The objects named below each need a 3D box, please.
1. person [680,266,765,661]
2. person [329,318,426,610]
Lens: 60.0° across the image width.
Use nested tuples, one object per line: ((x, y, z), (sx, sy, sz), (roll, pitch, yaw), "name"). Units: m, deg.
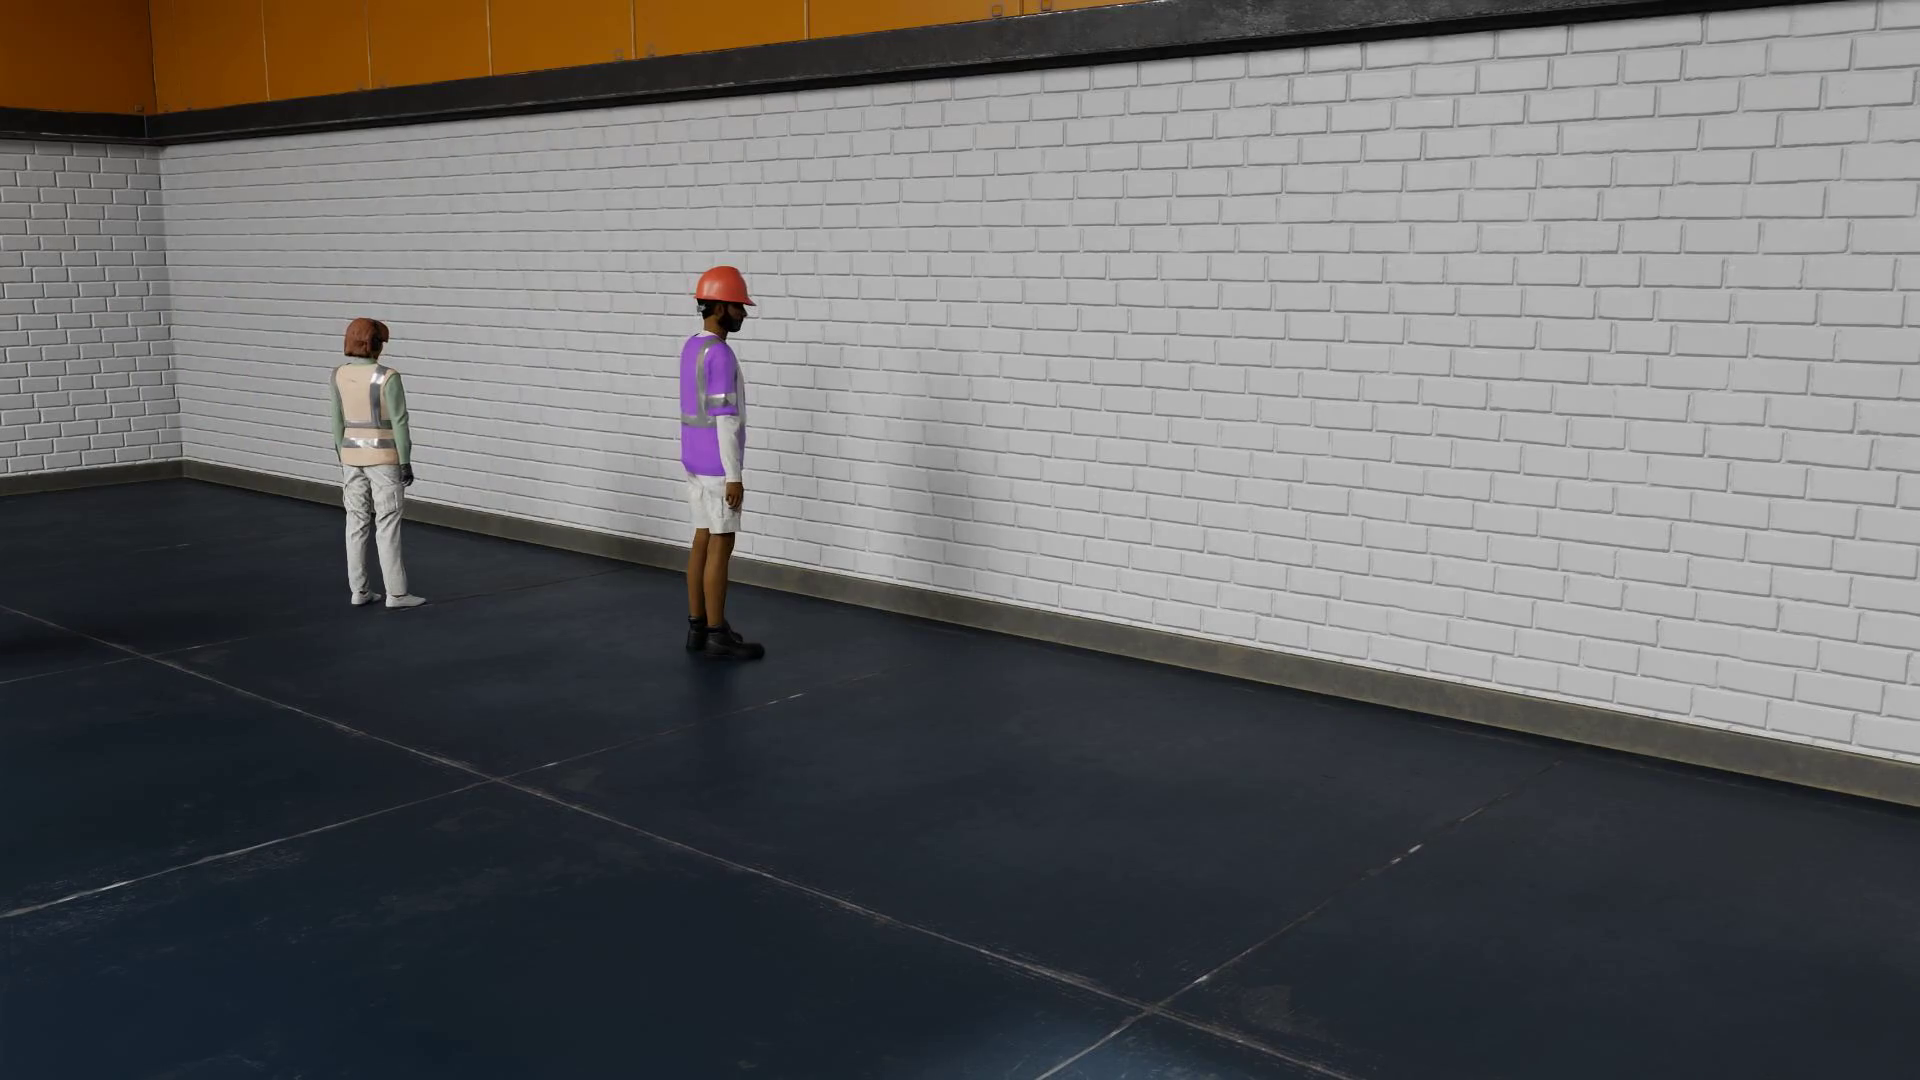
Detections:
((-1.177, -0.375, 8.218), (0.376, 1.932, 0.551), (-5, 11, -26), "person")
((-3.287, -0.420, 9.324), (0.511, 1.638, 0.308), (4, 11, 22), "person")
